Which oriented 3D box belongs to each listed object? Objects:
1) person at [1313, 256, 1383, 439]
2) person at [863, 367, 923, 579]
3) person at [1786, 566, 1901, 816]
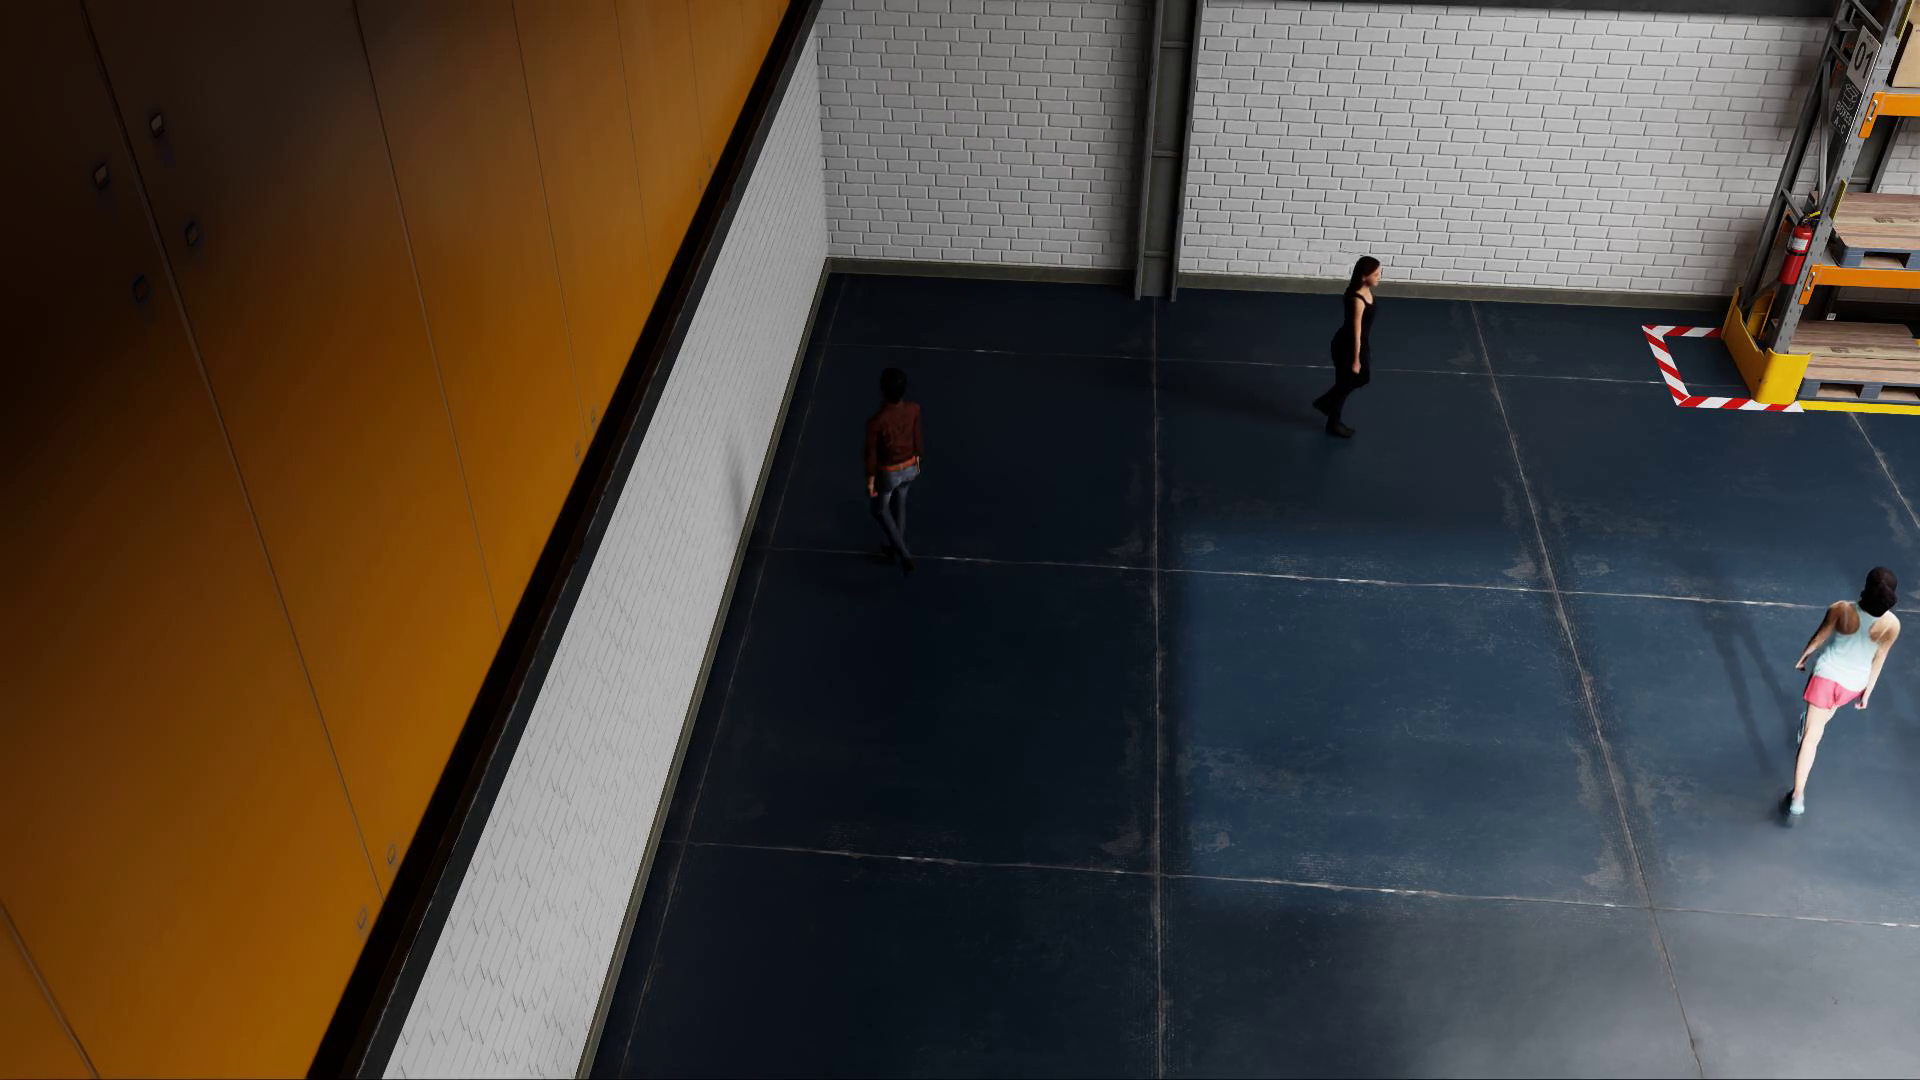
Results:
[{"bbox_3d":[3.129,-1.578,13.621,0.752,1.682,0.680,16,41,19],"label":"person"},{"bbox_3d":[-0.440,-0.453,12.144,0.962,1.766,0.991,-21,43,-24],"label":"person"},{"bbox_3d":[5.488,0.952,10.427,1.259,1.713,0.983,17,42,20],"label":"person"}]
